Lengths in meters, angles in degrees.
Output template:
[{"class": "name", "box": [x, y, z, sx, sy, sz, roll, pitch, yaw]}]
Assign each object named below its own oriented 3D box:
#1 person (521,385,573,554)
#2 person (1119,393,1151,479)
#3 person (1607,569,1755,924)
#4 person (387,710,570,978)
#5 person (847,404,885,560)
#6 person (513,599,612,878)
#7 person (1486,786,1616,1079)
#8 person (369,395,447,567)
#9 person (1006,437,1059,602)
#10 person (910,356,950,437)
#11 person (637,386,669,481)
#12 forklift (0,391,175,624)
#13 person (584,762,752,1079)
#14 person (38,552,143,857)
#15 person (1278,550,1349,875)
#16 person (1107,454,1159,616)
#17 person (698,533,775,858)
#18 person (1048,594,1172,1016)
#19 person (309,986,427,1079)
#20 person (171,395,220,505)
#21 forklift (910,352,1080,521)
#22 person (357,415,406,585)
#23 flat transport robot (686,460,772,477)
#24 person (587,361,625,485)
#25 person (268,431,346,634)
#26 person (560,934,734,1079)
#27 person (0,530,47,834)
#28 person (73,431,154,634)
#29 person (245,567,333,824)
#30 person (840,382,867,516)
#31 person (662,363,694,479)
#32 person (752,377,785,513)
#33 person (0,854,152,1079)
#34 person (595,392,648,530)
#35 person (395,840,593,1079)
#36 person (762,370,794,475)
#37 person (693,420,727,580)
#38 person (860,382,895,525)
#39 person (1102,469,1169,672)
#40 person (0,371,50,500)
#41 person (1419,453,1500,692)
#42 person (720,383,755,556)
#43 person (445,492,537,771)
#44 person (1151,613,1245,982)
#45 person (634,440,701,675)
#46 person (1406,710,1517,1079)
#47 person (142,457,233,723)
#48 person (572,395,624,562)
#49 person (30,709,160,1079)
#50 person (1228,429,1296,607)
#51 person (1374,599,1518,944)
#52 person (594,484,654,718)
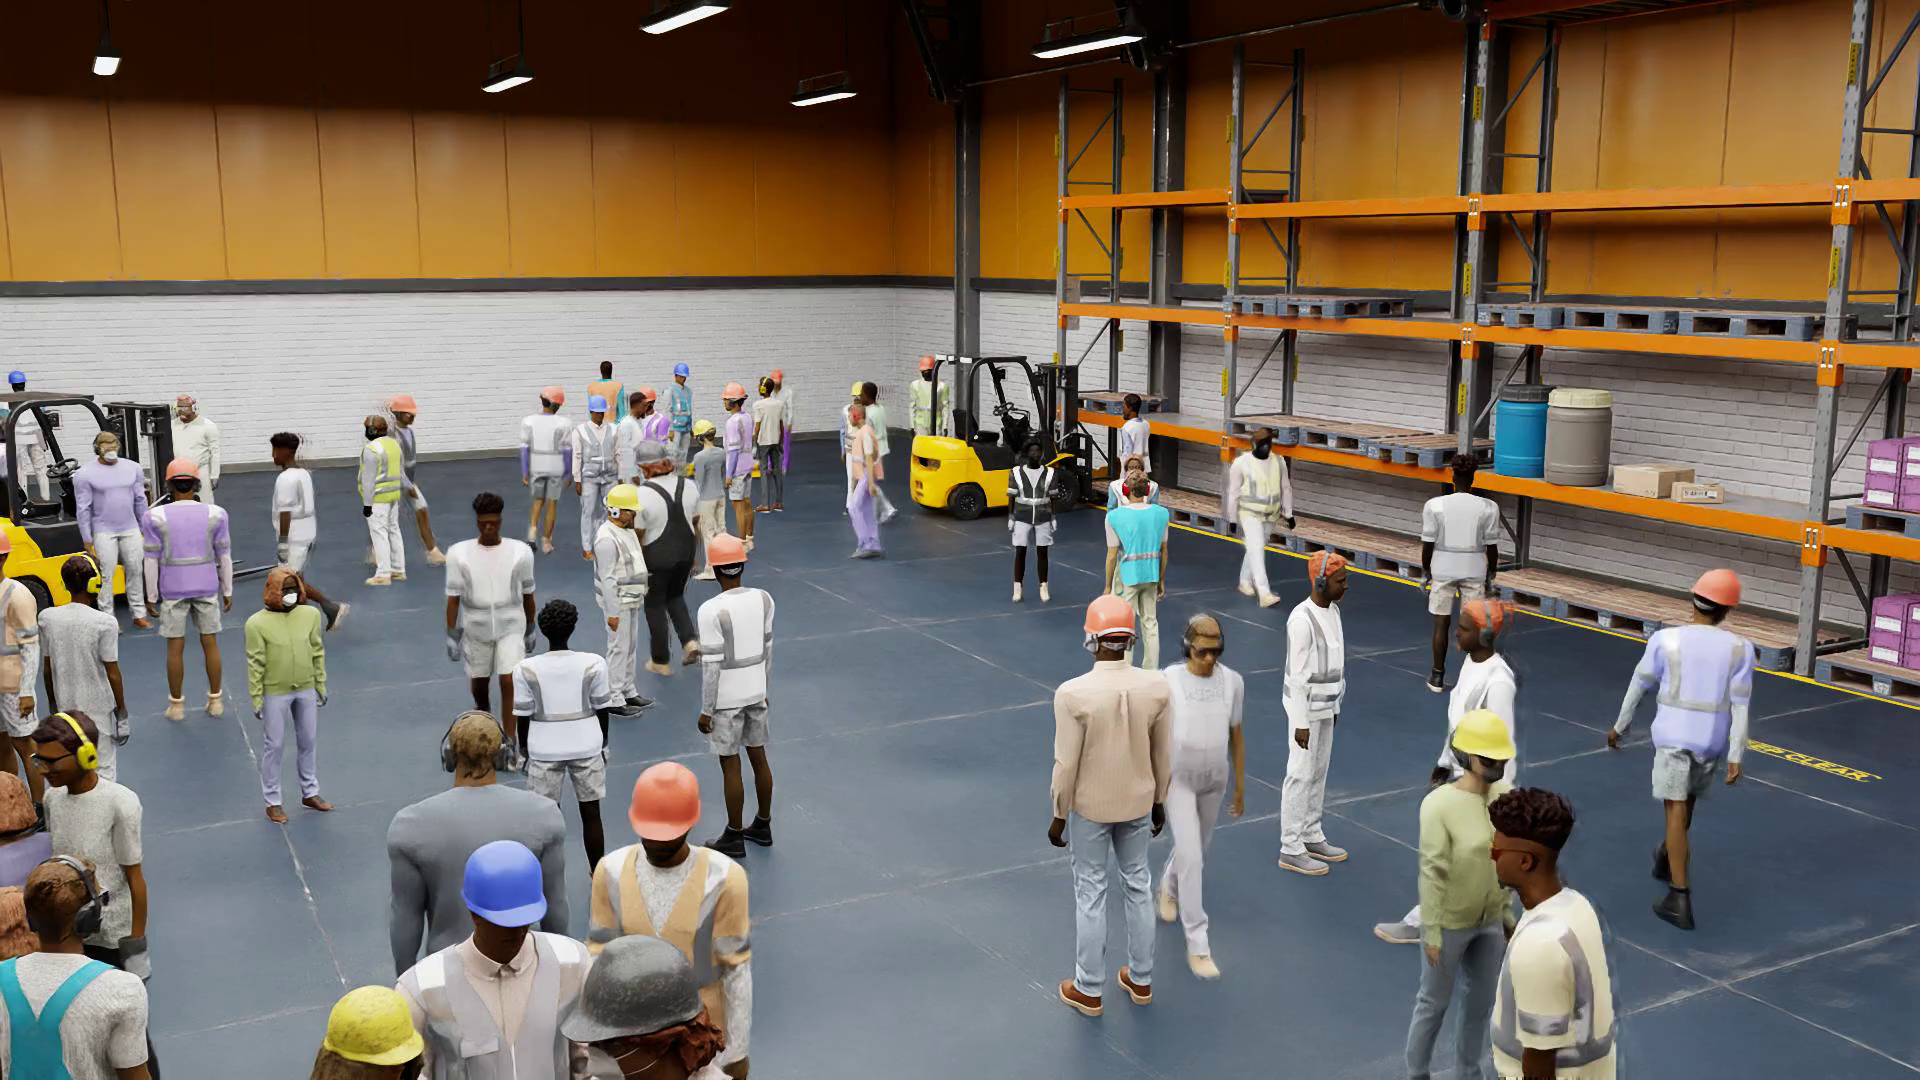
[{"class": "person", "box": [-4.863, -0.829, 19.724, 0.611, 2.007, 0.415, 1, 10, 6]}, {"class": "person", "box": [2.048, -0.768, 19.642, 0.392, 1.917, 0.592, 5, 11, 28]}, {"class": "person", "box": [3.953, 1.076, 9.126, 0.649, 1.874, 0.992, 2, 10, 9]}, {"class": "person", "box": [-1.755, 1.576, 6.134, 0.635, 1.927, 0.372, -4, 11, -23]}, {"class": "person", "box": [-1.163, -0.683, 19.455, 0.557, 1.804, 0.653, -2, 10, -9]}, {"class": "person", "box": [-2.175, 1.164, 9.148, 0.532, 1.697, 0.322, -3, 10, -15]}, {"class": "person", "box": [1.897, 1.741, 5.158, 0.651, 1.934, 0.639, 5, 11, 28]}, {"class": "person", "box": [-6.275, -0.649, 18.780, 1.032, 1.985, 0.601, 2, 10, 13]}, {"class": "person", "box": [0.743, -0.206, 17.028, 0.540, 1.700, 0.316, 0, 10, -2]}, {"class": "person", "box": [-0.460, -1.732, 24.834, 0.609, 2.040, 0.395, 3, 10, 15]}, {"class": "person", "box": [-3.852, -0.949, 20.656, 0.544, 1.930, 0.389, 7, 12, 36]}, {"class": "forklift", "box": [-9.026, -0.363, 16.508, 1.214, 2.155, 2.313, 6, 11, 29]}, {"class": "person", "box": [-1.014, 1.661, 5.628, 0.635, 1.922, 0.410, 2, 10, 9]}, {"class": "person", "box": [-5.052, 1.001, 9.635, 0.510, 1.861, 0.324, 1, 10, 8]}, {"class": "person", "box": [2.061, 0.989, 9.641, 0.358, 1.880, 0.576, 6, 12, 32]}, {"class": "person", "box": [1.683, -0.030, 16.187, 0.517, 1.639, 0.314, 0, 10, -2]}, {"class": "person", "box": [-1.347, 0.920, 9.877, 0.376, 1.933, 0.545, 8, 13, 40]}, {"class": "person", "box": [0.700, 1.241, 7.852, 0.623, 1.992, 0.392, -4, 11, -22]}, {"class": "person", "box": [-1.507, 1.982, 4.340, 0.326, 1.736, 0.486, 5, 11, 25]}, {"class": "person", "box": [-9.084, -0.766, 19.655, 0.651, 1.907, 0.409, 0, 10, 2]}, {"class": "forklift", "box": [0.460, -1.461, 22.833, 2.313, 2.155, 1.214, -5, 11, -28]}, {"class": "person", "box": [-6.274, -0.439, 17.996, 0.429, 1.833, 0.624, 1, 10, 8]}, {"class": "flat transport robot", "box": [-3.723, -1.154, 26.594, 1.431, 0.197, 0.652, 1, 10, 7]}, {"class": "person", "box": [-5.422, -1.789, 25.549, 0.588, 1.911, 0.396, 2, 10, 10]}, {"class": "person", "box": [-6.081, -0.038, 15.347, 0.646, 1.949, 0.638, -1, 10, -6]}, {"class": "person", "box": [-0.740, 1.901, 3.920, 0.538, 2.000, 0.689, -8, 13, -40]}, {"class": "person", "box": [-5.861, 0.866, 10.162, 0.552, 1.942, 0.343, 5, 11, 25]}, {"class": "person", "box": [-7.939, -0.071, 15.613, 0.367, 1.926, 0.637, 8, 13, 40]}, {"class": "person", "box": [-4.238, 0.966, 10.492, 0.276, 1.627, 0.498, 9, 13, 41]}, {"class": "person", "box": [-1.342, -1.230, 22.537, 0.591, 1.833, 0.404, 2, 10, 13]}, {"class": "person", "box": [-4.157, -1.660, 24.707, 0.402, 1.941, 0.602, 5, 11, 26]}, {"class": "person", "box": [-2.649, -1.312, 22.896, 0.532, 1.873, 0.315, -9, 13, -41]}, {"class": "person", "box": [-2.611, 1.830, 4.933, 0.501, 1.839, 0.347, 0, 10, 3]}, {"class": "person", "box": [-4.051, -0.847, 20.160, 0.652, 1.897, 0.599, 1, 10, 6]}, {"class": "person", "box": [-1.318, 1.794, 4.840, 0.604, 1.939, 0.416, -6, 11, -30]}, {"class": "person", "box": [-2.905, -1.829, 26.374, 0.556, 1.691, 0.930, 2, 10, 9]}, {"class": "person", "box": [-2.751, -0.436, 18.187, 0.326, 1.760, 0.524, 5, 11, 28]}, {"class": "person", "box": [-1.146, -1.097, 21.551, 0.440, 1.908, 0.613, 2, 10, 14]}, {"class": "person", "box": [1.418, 0.349, 13.411, 0.565, 1.846, 0.390, -4, 11, -23]}, {"class": "person", "box": [-13.004, -1.380, 23.123, 0.425, 1.938, 0.604, 8, 12, 37]}, {"class": "person", "box": [4.054, 0.271, 13.519, 0.612, 1.963, 0.361, 2, 10, 13]}, {"class": "person", "box": [-2.639, -0.833, 19.648, 0.378, 2.045, 0.605, 2, 10, 13]}, {"class": "person", "box": [-3.298, 0.598, 11.727, 0.620, 1.940, 0.888, -3, 10, -14]}, {"class": "person", "box": [1.178, 1.225, 8.529, 0.520, 1.803, 0.957, -3, 10, -14]}, {"class": "person", "box": [-2.546, 0.133, 14.100, 0.697, 2.000, 0.538, -9, 14, -43]}, {"class": "person", "box": [2.071, 1.547, 6.770, 0.528, 1.769, 0.324, -6, 11, -29]}, {"class": "person", "box": [-5.903, 0.376, 12.740, 0.617, 2.029, 0.409, -6, 12, -32]}, {"class": "person", "box": [-4.189, -0.720, 19.310, 0.610, 1.939, 0.417, -6, 12, -32]}, {"class": "person", "box": [-3.344, 1.557, 6.441, 0.533, 1.855, 0.346, 5, 11, 24]}, {"class": "person", "box": [3.071, -0.246, 17.017, 0.624, 1.793, 1.000, -4, 11, -24]}, {"class": "person", "box": [2.714, 1.201, 8.561, 0.990, 1.843, 0.571, 1, 10, 9]}, {"class": "person", "box": [-2.603, 0.468, 12.822, 0.403, 1.817, 0.605, 1, 10, 4]}]
